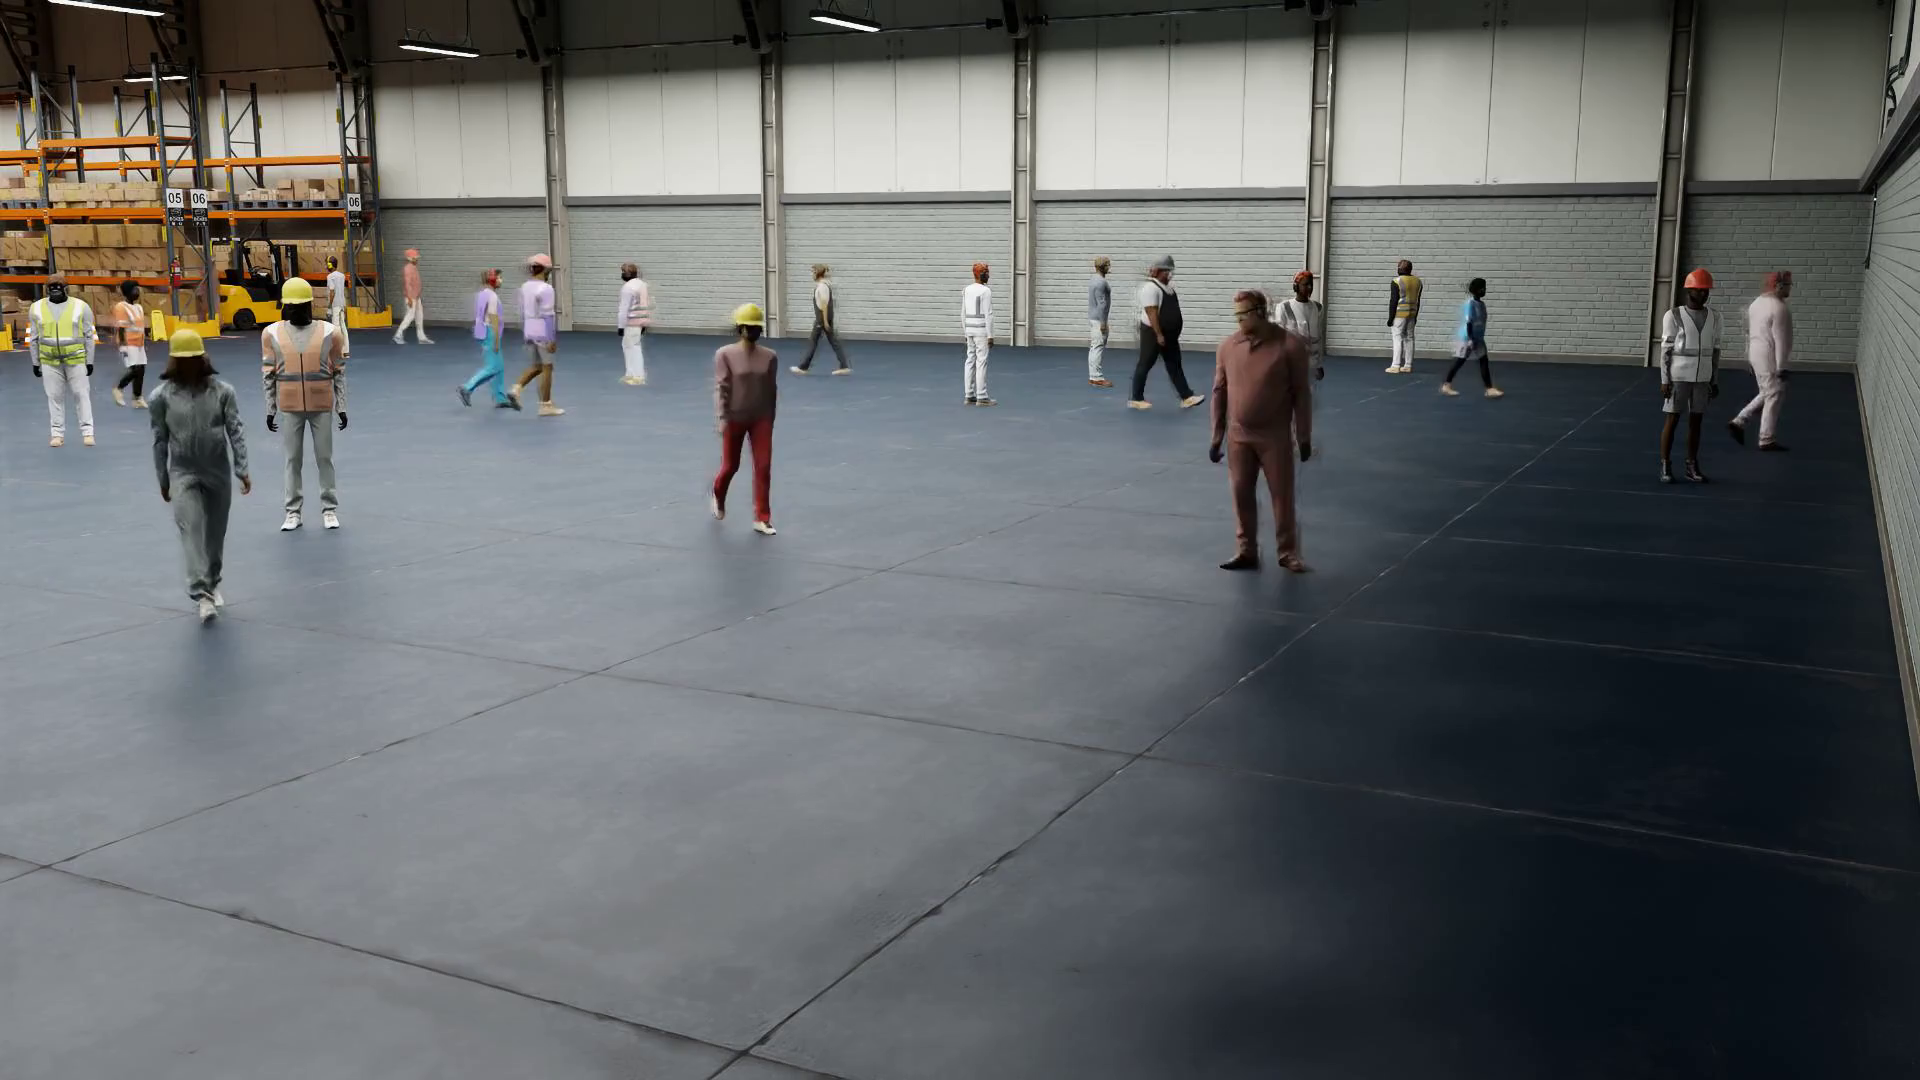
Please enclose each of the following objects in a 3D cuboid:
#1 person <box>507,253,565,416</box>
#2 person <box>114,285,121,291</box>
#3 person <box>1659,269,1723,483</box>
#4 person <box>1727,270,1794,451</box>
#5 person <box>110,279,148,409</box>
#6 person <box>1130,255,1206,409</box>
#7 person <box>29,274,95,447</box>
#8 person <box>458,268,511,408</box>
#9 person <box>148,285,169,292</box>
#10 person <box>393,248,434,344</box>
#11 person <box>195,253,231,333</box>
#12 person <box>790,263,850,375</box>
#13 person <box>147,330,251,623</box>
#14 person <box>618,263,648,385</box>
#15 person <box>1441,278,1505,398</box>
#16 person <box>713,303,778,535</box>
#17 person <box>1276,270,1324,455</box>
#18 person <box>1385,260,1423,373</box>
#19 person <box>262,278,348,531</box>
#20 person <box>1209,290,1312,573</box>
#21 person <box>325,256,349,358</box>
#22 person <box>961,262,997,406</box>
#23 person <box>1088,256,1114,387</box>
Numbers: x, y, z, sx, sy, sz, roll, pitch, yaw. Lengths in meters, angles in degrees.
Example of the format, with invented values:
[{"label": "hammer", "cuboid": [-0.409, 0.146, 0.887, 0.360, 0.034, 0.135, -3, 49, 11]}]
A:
[{"label": "person", "cuboid": [-5.243, -2.516, 20.527, 0.629, 2.022, 0.633, -10, 14, -43]}, {"label": "person", "cuboid": [-19.873, -5.786, 39.431, 0.396, 1.629, 0.526, 5, 12, 26]}, {"label": "person", "cuboid": [6.622, -1.478, 15.072, 0.545, 1.942, 0.349, -1, 10, -3]}, {"label": "person", "cuboid": [8.384, -1.856, 17.273, 0.492, 1.887, 0.663, 0, 10, 1]}, {"label": "person", "cuboid": [-10.645, -2.502, 21.341, 0.417, 1.682, 0.546, 1, 10, 5]}, {"label": "person", "cuboid": [2.648, -2.682, 21.370, 1.012, 2.000, 0.693, 7, 13, 35]}, {"label": "person", "cuboid": [-9.537, -1.902, 17.683, 0.626, 1.837, 0.430, -3, 11, -16]}, {"label": "person", "cuboid": [-6.129, -2.599, 21.500, 0.699, 1.829, 0.570, -5, 11, -24]}, {"label": "person", "cuboid": [-18.635, -5.820, 38.890, 0.658, 1.888, 0.663, -10, 14, -42]}, {"label": "person", "cuboid": [-11.338, -5.019, 34.359, 0.636, 2.008, 0.637, 0, 10, -1]}, {"label": "person", "cuboid": [-17.284, -5.686, 38.300, 1.029, 1.835, 0.708, 6, 12, 30]}, {"label": "person", "cuboid": [-2.213, -3.515, 26.602, 0.986, 1.797, 0.508, 2, 11, 9]}, {"label": "person", "cuboid": [-4.457, -0.383, 9.776, 0.491, 1.695, 0.905, -7, 13, -35]}, {"label": "person", "cuboid": [-5.007, -3.230, 24.935, 0.634, 1.825, 0.653, 2, 11, 10]}, {"label": "person", "cuboid": [7.110, -2.794, 23.033, 0.893, 1.650, 0.539, 9, 14, 41]}, {"label": "person", "cuboid": [-1.642, -0.937, 12.657, 0.524, 1.741, 0.757, -5, 12, -27]}, {"label": "person", "cuboid": [3.476, -1.804, 17.009, 0.574, 1.885, 0.355, -5, 11, -25]}, {"label": "person", "cuboid": [7.243, -3.655, 27.212, 0.627, 1.846, 0.429, -6, 12, -29]}, {"label": "person", "cuboid": [-4.978, -1.027, 12.659, 0.594, 1.922, 0.385, -3, 11, -16]}, {"label": "person", "cuboid": [2.032, -0.709, 11.099, 0.758, 1.881, 0.415, 6, 12, 31]}, {"label": "person", "cuboid": [-11.391, -4.238, 30.341, 0.329, 1.865, 0.514, 2, 11, 9]}, {"label": "person", "cuboid": [0.249, -2.721, 22.009, 0.337, 1.882, 0.584, -7, 13, -35]}, {"label": "person", "cuboid": [2.087, -3.244, 24.713, 0.366, 1.939, 0.635, -1, 10, -4]}]
